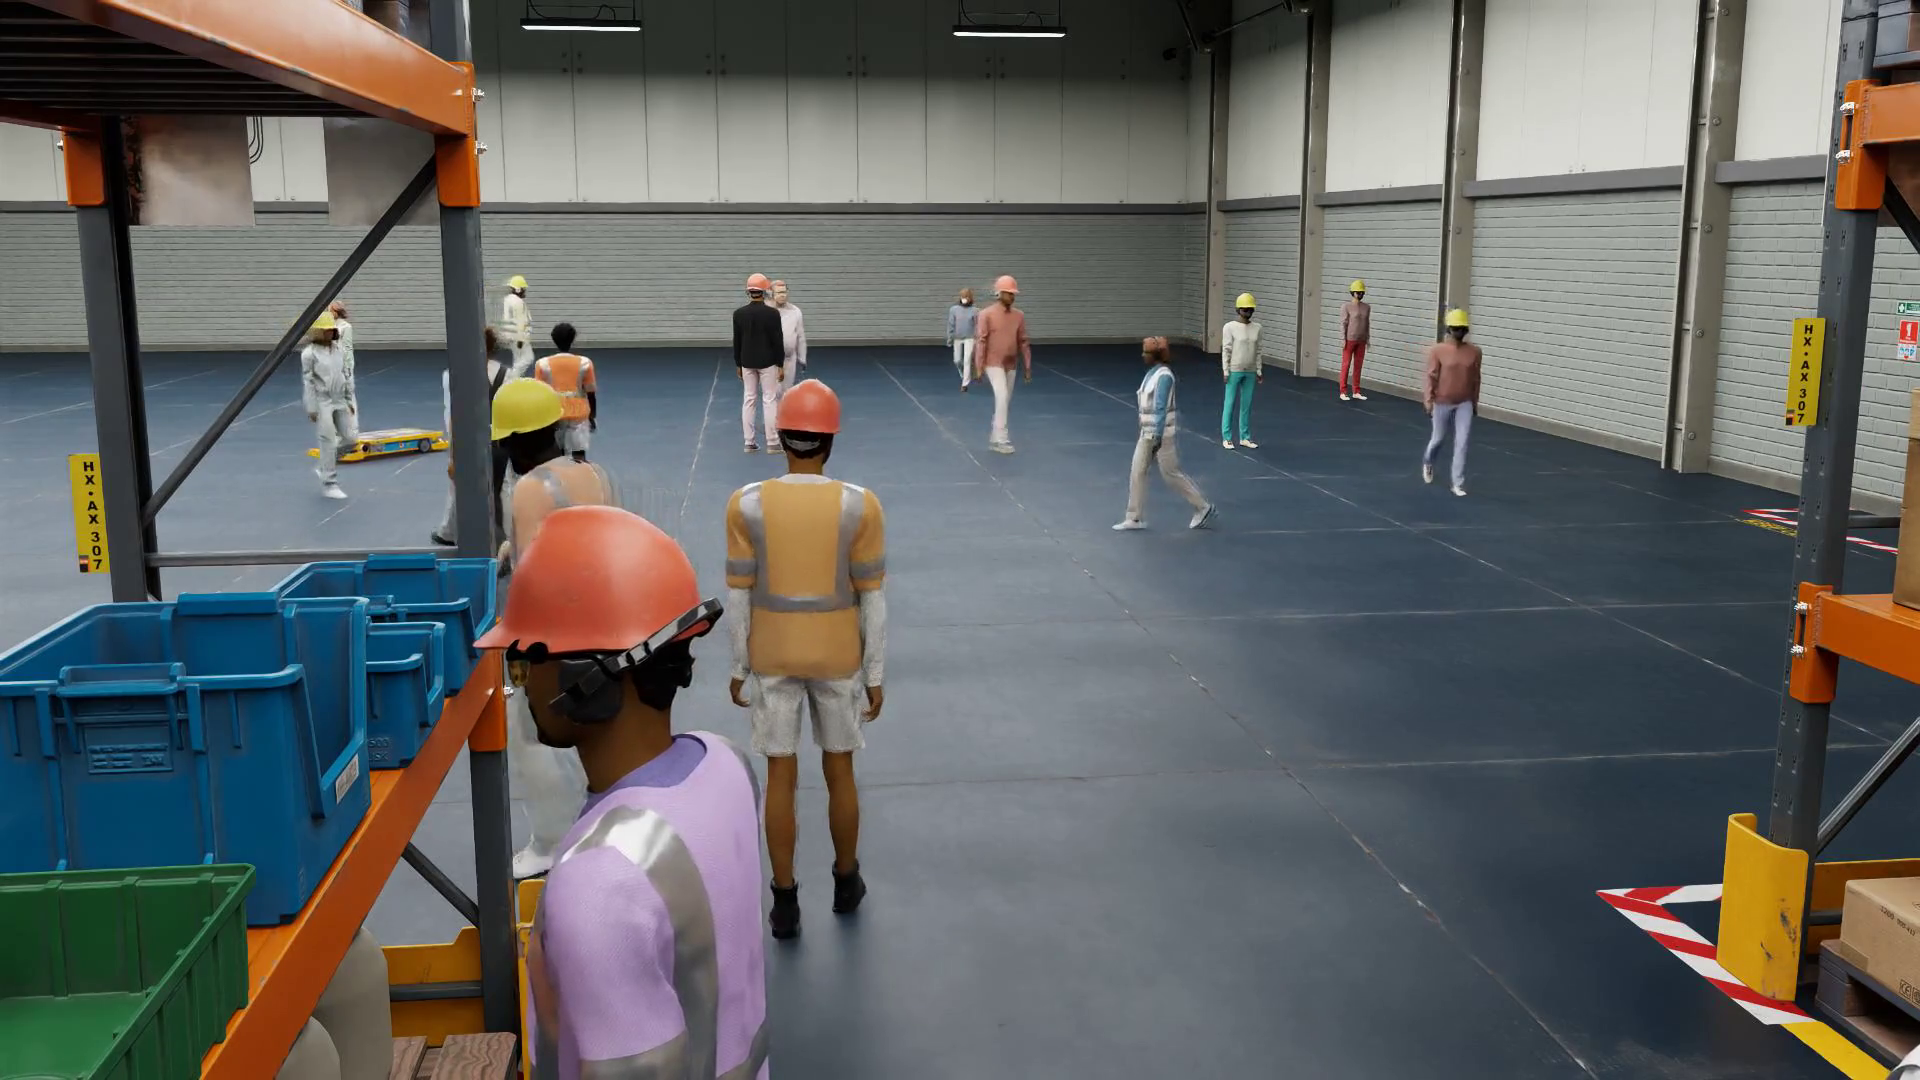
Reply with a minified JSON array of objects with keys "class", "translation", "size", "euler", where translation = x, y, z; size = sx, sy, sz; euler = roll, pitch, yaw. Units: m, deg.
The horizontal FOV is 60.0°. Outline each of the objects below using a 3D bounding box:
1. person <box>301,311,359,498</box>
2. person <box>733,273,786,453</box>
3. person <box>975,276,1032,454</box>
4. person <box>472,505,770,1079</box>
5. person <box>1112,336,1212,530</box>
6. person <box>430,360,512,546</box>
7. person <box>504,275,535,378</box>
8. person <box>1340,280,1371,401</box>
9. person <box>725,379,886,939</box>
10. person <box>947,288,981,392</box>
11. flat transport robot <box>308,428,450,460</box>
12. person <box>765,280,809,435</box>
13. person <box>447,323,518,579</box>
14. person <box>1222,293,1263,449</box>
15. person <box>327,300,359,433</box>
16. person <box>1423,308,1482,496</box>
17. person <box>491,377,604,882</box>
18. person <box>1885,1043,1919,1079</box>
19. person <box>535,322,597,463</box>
[{"class":"person","translation":[-5.837,-1.251,15.377],"size":[0.421,1.730,0.506],"euler":[5,12,27]},{"class":"person","translation":[-2.226,-1.960,18.537],"size":[0.608,1.997,0.375],"euler":[4,11,19]},{"class":"person","translation":[0.543,-1.932,18.466],"size":[0.648,1.963,0.794],"euler":[-7,13,-35]},{"class":"person","translation":[-0.470,0.961,2.398],"size":[0.393,2.041,0.614],"euler":[1,10,5]},{"class":"person","translation":[1.676,-0.868,13.617],"size":[0.780,1.610,0.511],"euler":[-3,11,-13]},{"class":"person","translation":[-3.664,-0.764,12.577],"size":[0.956,1.776,0.621],"euler":[8,13,37]},{"class":"person","translation":[-6.766,-3.132,25.462],"size":[0.428,1.819,0.597],"euler":[-7,12,-33]},{"class":"person","translation":[5.845,-2.943,24.560],"size":[0.525,1.769,0.316],"euler":[-5,11,-26]},{"class":"person","translation":[-0.533,0.409,5.813],"size":[0.555,1.927,0.560],"euler":[-1,10,-3]},{"class":"person","translation":[0.084,-3.134,26.017],"size":[0.515,1.612,0.649],"euler":[2,11,13]},{"class":"flat transport robot","translation":[-6.395,-1.072,18.403],"size":[0.652,0.197,1.431],"euler":[7,12,32]},{"class":"person","translation":[-2.124,-2.153,19.911],"size":[0.647,1.889,0.583],"euler":[-6,12,-32]},{"class":"person","translation":[-3.258,-0.593,11.518],"size":[0.526,1.823,0.649],"euler":[-10,14,-43]},{"class":"person","translation":[3.216,-1.915,18.922],"size":[0.523,1.769,0.316],"euler":[-5,11,-23]},{"class":"person","translation":[-7.538,-2.093,20.246],"size":[0.521,1.639,0.310],"euler":[10,14,43]},{"class":"person","translation":[4.627,-1.317,15.702],"size":[0.526,1.748,0.730],"euler":[0,10,-1]},{"class":"person","translation":[-1.517,0.346,6.160],"size":[0.543,1.897,0.698],"euler":[3,11,14]},{"class":"person","translation":[1.258,1.145,1.828],"size":[0.584,1.882,0.346],"euler":[-1,10,-8]},{"class":"person","translation":[-3.424,-1.061,14.509],"size":[0.536,1.672,0.681],"euler":[-3,11,-17]}]
